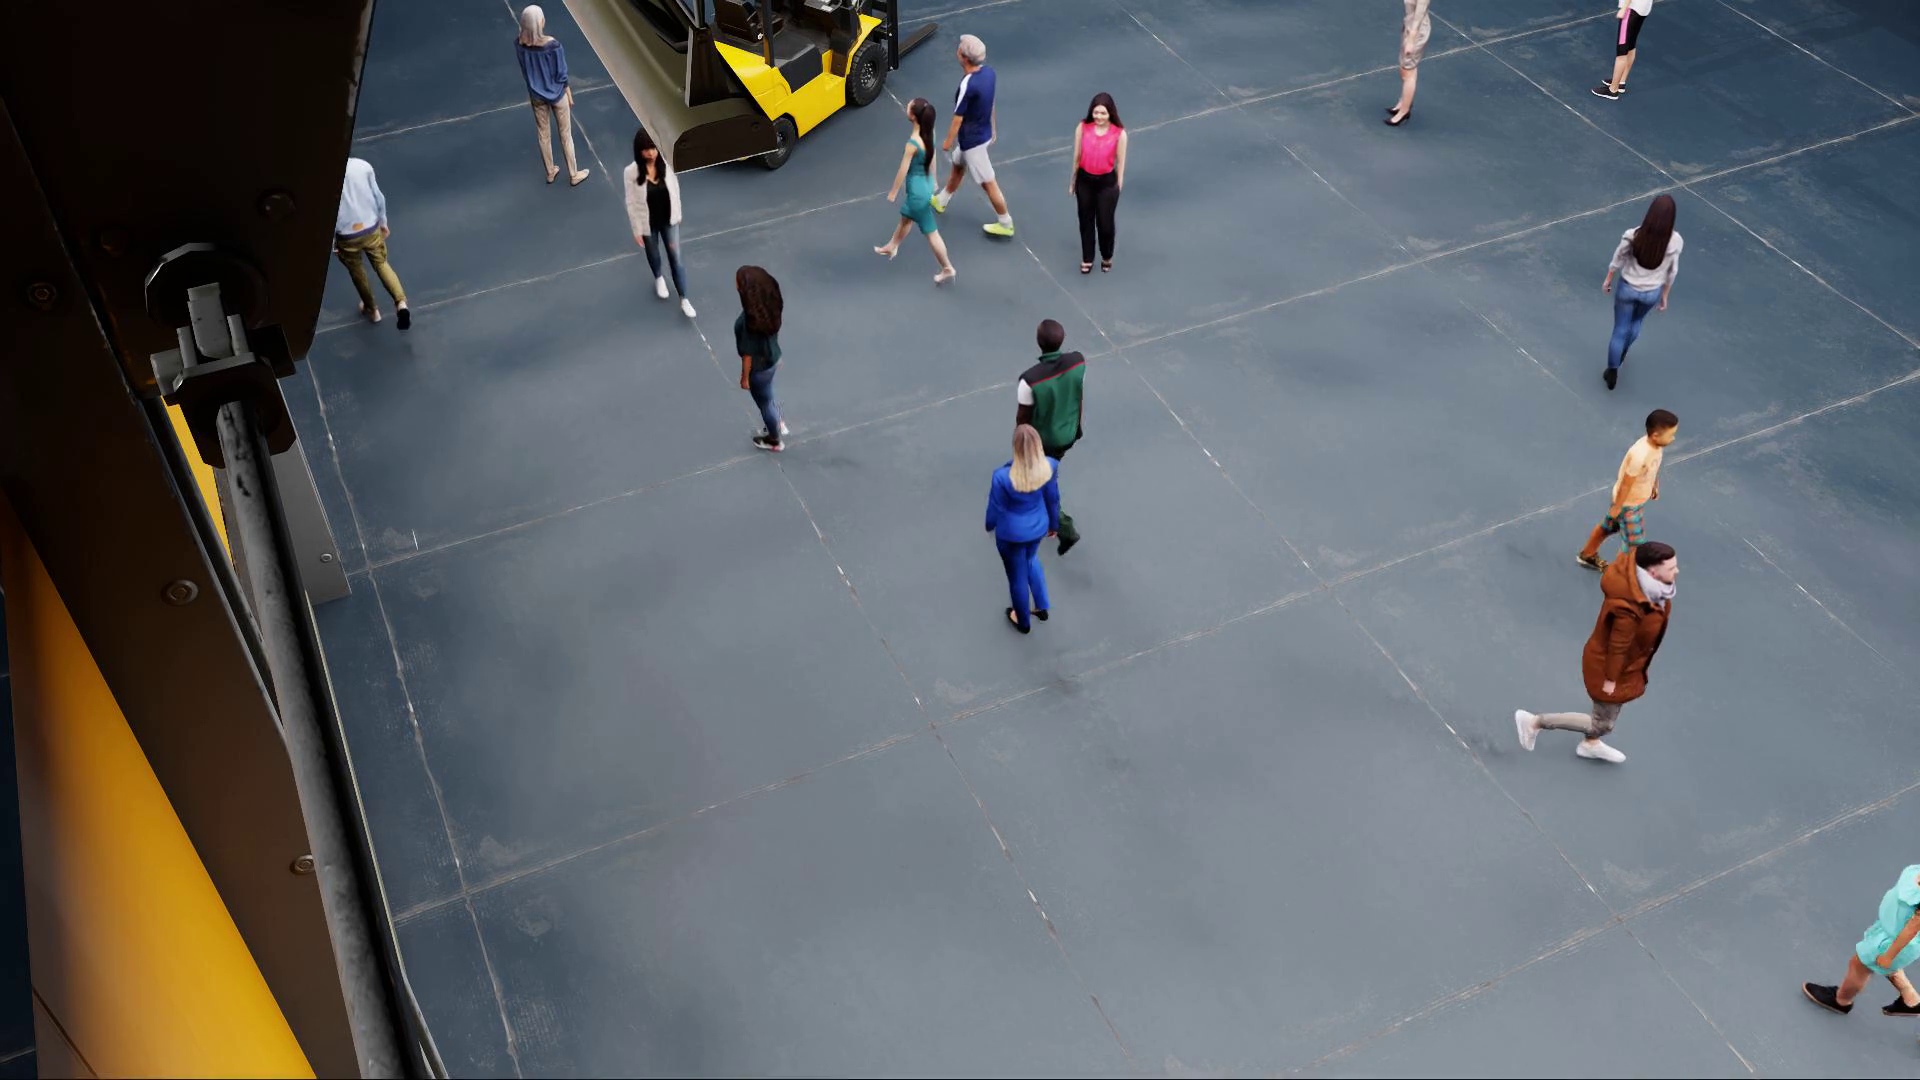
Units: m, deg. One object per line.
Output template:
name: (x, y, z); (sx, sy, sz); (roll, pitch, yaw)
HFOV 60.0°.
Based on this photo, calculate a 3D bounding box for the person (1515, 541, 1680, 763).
person: (3.805, 0.702, 9.863); (1.086, 1.821, 1.002); (18, 47, 18)

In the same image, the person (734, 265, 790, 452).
person: (-1.371, -1.272, 12.089); (0.777, 1.607, 0.711); (12, 45, 12)

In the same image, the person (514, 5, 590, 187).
person: (-3.676, -3.965, 14.851); (0.709, 1.697, 0.748); (9, 44, 9)

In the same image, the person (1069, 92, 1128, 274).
person: (1.148, -2.991, 13.863); (0.712, 1.650, 0.770); (12, 45, 12)

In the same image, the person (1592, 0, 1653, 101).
person: (6.506, -5.114, 15.992); (0.643, 1.788, 0.671); (33, 53, 30)

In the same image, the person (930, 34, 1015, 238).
person: (0.208, -3.377, 14.180); (1.223, 1.773, 1.156); (14, 45, 15)

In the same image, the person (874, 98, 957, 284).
person: (-0.261, -2.818, 13.690); (1.065, 1.639, 0.971); (17, 46, 17)

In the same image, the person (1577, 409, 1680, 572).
person: (4.445, -0.316, 11.203); (0.861, 1.446, 0.746); (25, 49, 24)

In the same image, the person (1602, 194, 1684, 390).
person: (5.179, -1.845, 12.687); (0.846, 1.614, 0.921); (8, 44, 8)

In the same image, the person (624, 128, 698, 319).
person: (-2.495, -2.644, 13.530); (0.632, 1.607, 0.942); (-15, 46, -15)

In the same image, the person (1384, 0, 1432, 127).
person: (4.277, -4.735, 15.625); (0.713, 1.745, 0.639); (11, 45, 11)

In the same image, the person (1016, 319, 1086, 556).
person: (0.652, -0.670, 11.304); (0.754, 1.819, 1.044); (-23, 48, -22)

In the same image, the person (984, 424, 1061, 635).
person: (0.445, 0.006, 10.690); (0.627, 1.687, 0.646); (-19, 47, -19)

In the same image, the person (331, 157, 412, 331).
person: (-4.740, -2.412, 13.152); (0.838, 1.794, 1.059); (-30, 51, -27)

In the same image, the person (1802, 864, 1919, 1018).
person: (4.945, 2.074, 8.620); (0.908, 1.548, 0.779); (25, 49, 24)
